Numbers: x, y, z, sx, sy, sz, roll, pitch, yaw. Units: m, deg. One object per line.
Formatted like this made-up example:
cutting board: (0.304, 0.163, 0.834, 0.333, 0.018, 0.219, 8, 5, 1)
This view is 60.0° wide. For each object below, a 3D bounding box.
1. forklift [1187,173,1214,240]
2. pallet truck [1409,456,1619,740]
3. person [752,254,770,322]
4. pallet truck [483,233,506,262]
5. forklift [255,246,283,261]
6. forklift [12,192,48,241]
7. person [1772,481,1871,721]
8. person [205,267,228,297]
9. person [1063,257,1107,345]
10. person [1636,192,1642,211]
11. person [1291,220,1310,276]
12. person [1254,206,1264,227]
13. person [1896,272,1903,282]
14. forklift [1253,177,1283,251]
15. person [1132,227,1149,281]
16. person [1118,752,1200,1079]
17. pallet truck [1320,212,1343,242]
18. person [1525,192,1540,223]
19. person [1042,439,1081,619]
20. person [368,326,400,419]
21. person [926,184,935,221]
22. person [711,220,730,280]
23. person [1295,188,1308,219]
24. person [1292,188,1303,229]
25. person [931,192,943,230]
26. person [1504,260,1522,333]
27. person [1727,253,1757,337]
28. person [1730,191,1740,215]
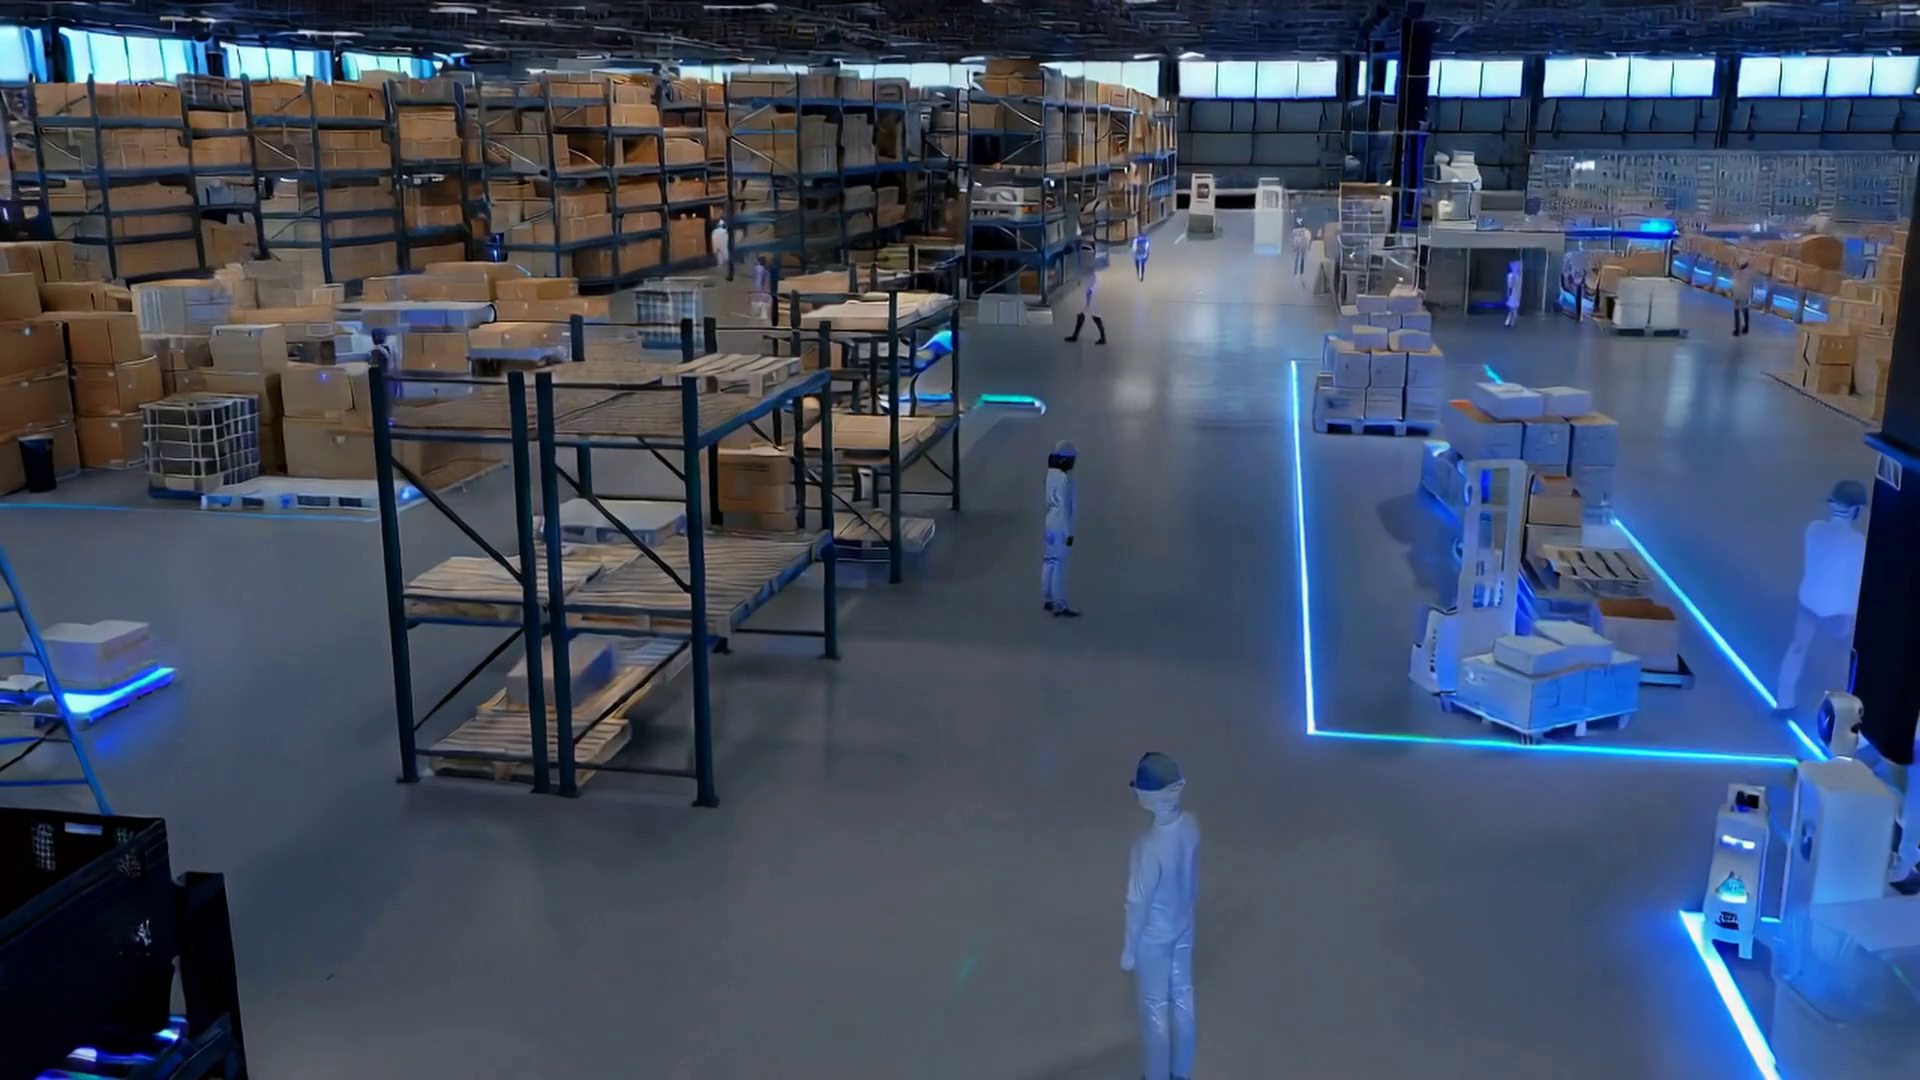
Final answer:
forklift: (10.353, -14.286, 71.204, 1.129, 2.768, 1.873, 2, 14, 10)
pallet truck: (4.504, 0.400, 13.395, 0.823, 1.965, 1.885, -6, 15, -23)
person: (-4.877, -6.165, 40.708, 0.390, 1.668, 0.576, -5, 15, -18)
pallet truck: (-11.832, -7.026, 43.548, 1.885, 1.965, 0.823, 8, 16, 28)
forklift: (-20.626, -9.331, 51.086, 1.873, 2.768, 1.129, -3, 14, -11)
forklift: (-27.442, -8.908, 49.369, 1.129, 2.768, 1.873, 3, 14, 10)
person: (6.941, 0.481, 13.153, 1.002, 1.941, 0.634, -4, 15, -17)
person: (-14.890, -4.493, 33.387, 0.377, 1.936, 0.549, 1, 14, 4)
person: (2.794, -5.210, 36.347, 1.001, 1.911, 0.624, -4, 14, -14)
person: (33.335, -16.437, 81.761, 0.396, 1.992, 0.623, 10, 17, 36)
person: (11.008, -9.445, 53.780, 0.585, 1.806, 0.863, 4, 14, 15)
person: (12.508, -13.155, 69.217, 0.521, 1.606, 0.619, 12, 18, 40)
person: (20.408, -5.088, 35.589, 0.683, 2.000, 0.537, 2, 14, 8)
forklift: (12.083, -12.747, 64.956, 1.129, 2.768, 1.873, 3, 14, 10)
person: (5.625, -8.938, 52.013, 0.538, 1.656, 0.848, 1, 14, 3)
person: (0.942, 1.862, 7.957, 0.336, 1.761, 0.522, 11, 17, 37)
pallet truck: (15.874, -13.227, 70.310, 0.680, 1.201, 1.601, 10, 17, 35)
person: (26.107, -14.953, 75.956, 0.664, 1.885, 0.432, -2, 14, -7)
person: (0.985, -0.114, 16.024, 0.311, 1.736, 0.483, -4, 15, -17)
person: (-8.379, -2.219, 24.387, 0.656, 1.826, 0.528, 7, 15, 26)
person: (-1.539, -17.546, 86.443, 0.400, 1.910, 0.643, -9, 16, -32)
person: (-7.512, -9.103, 52.238, 0.645, 1.872, 0.860, 4, 14, 15)
person: (17.872, -17.450, 86.464, 0.873, 1.693, 0.508, 2, 14, 10)
person: (16.136, -15.866, 79.537, 0.618, 1.945, 0.394, -8, 16, -28)
person: (-1.100, -15.680, 78.907, 0.565, 1.882, 0.975, 3, 14, 11)
person: (12.859, -5.640, 38.548, 0.547, 1.678, 0.476, -12, 18, -41)
person: (17.766, -5.569, 37.788, 0.476, 1.916, 0.557, -13, 19, -43)
person: (37.133, -15.867, 79.777, 0.607, 1.833, 0.579, 2, 14, 8)
